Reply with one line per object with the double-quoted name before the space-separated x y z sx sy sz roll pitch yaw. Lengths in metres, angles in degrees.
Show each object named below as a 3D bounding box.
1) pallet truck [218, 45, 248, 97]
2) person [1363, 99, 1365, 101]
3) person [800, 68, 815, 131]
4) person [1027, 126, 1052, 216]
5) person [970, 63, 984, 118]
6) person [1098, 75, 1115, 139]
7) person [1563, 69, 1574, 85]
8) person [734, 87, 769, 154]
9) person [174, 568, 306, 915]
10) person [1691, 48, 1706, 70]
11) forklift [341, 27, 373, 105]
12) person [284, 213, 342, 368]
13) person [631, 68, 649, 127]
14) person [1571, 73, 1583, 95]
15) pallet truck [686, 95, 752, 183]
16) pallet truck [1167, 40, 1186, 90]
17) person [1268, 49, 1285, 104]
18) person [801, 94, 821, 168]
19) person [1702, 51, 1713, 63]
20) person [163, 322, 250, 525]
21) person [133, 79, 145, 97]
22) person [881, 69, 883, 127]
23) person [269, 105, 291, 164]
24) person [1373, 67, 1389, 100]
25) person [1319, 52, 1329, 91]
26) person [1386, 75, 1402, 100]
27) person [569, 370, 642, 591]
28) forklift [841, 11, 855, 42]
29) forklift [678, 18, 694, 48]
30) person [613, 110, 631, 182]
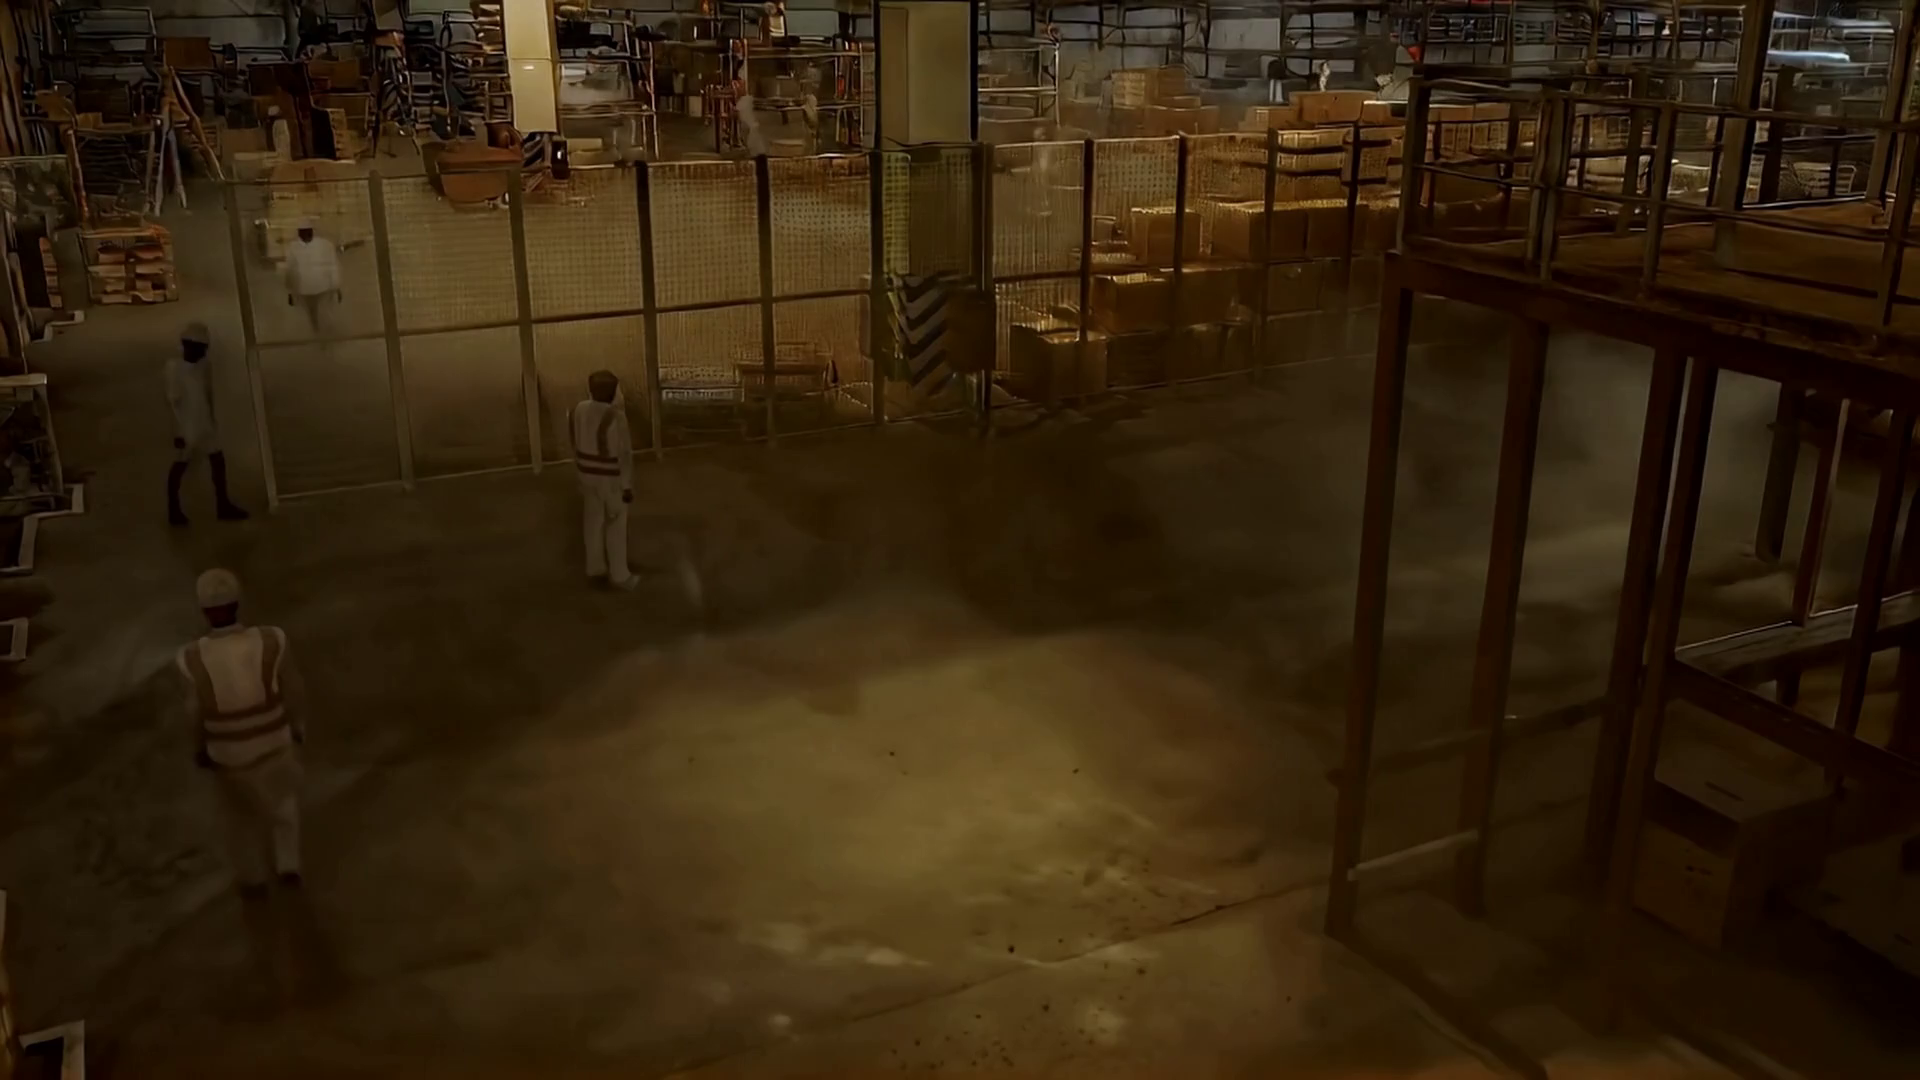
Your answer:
"pallet truck" -28.879 -18.665 66.111 0.823 1.965 1.885 -3 19 -9
"person" 9.923 -9.959 41.091 1.013 1.867 0.602 -15 24 -37
"person" -4.747 -13.796 52.090 0.374 1.936 0.628 14 23 34
"person" 1.678 -7.619 34.360 0.694 1.812 0.548 15 24 37
"person" 0.433 -14.542 54.092 1.085 2.000 0.679 -8 20 -21
"person" 4.377 -12.960 49.788 0.525 1.859 0.317 15 24 36
"person" 19.115 -13.953 52.656 0.969 1.872 0.632 17 25 41
"person" -5.610 -11.132 44.427 0.864 1.902 0.654 -2 19 -5
"person" -3.837 1.089 8.970 0.613 1.921 0.815 -9 21 -25
"person" 31.526 -20.189 71.044 0.551 1.644 0.860 1 19 3
"forklift" -22.275 -17.346 60.954 1.873 2.768 1.129 -9 21 -25
"person" -8.268 -3.158 21.202 0.660 1.960 0.903 -3 19 -10
"person" -10.080 -13.881 52.363 0.600 1.914 0.614 -7 20 -20
"person" 18.451 -13.070 50.012 0.563 1.910 0.590 -6 20 -18
"pallet truck" -5.836 -9.608 39.856 0.823 1.965 1.885 10 22 27
"pallet truck" 9.045 -19.971 69.895 0.823 1.965 1.885 -3 19 -8
"person" 11.857 -17.354 62.313 0.624 1.992 0.386 6 20 16
"person" -3.796 -10.482 42.662 0.463 1.851 0.639 12 22 31
"person" 30.918 -19.447 68.979 0.511 1.600 0.818 -7 20 -19
"person" -7.067 -1.068 15.284 0.709 1.890 0.566 6 20 17
"person" -25.332 -13.406 51.421 0.521 1.632 0.315 6 20 18
"person" -2.347 -13.976 52.606 0.368 1.939 0.633 -13 23 -33
"person" -15.647 -9.052 38.353 0.386 1.922 0.594 1 19 2
"person" 14.467 -15.339 56.982 0.541 1.659 0.548 -8 21 -22
"person" 13.617 -17.303 62.335 0.357 1.881 0.574 -4 19 -12
"person" 13.961 -14.157 53.594 0.514 1.628 0.534 2 19 6
"person" -2.911 -0.494 13.694 0.624 1.835 0.431 13 23 33
"forklift" -5.619 -25.060 83.315 1.873 2.768 1.129 -9 21 -25
"forklift" -11.816 -21.177 72.058 1.873 2.768 1.129 -9 21 -25
"person" -8.036 -9.386 39.674 0.423 1.684 0.552 13 23 34
